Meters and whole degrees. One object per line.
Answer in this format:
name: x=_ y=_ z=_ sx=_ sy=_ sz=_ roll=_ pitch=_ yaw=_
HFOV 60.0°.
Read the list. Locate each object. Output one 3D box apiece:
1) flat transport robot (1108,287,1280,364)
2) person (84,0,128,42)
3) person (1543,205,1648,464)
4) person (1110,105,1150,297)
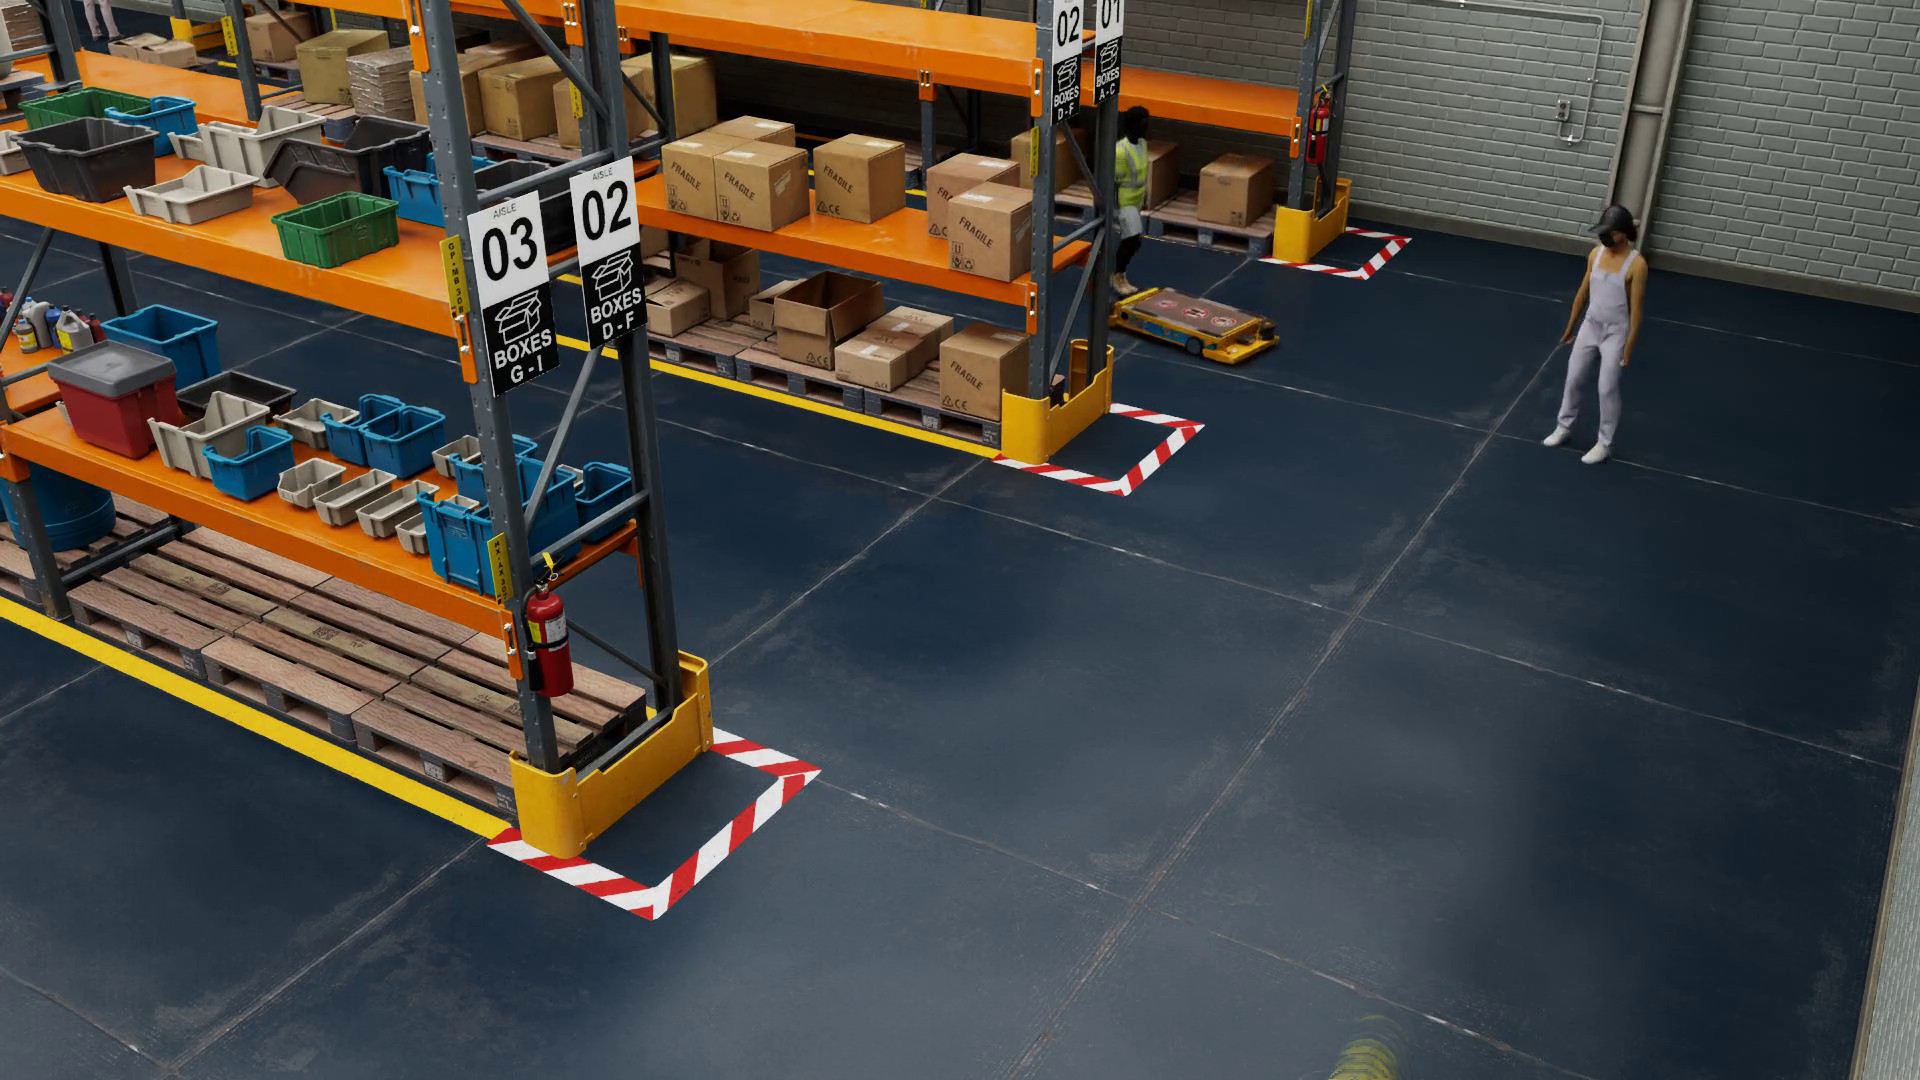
flat transport robot: x=1.893 y=-1.817 z=13.893 sx=1.431 sy=0.231 sz=0.659 roll=25 pitch=38 yaw=37
person: x=-12.126 y=-7.892 z=23.181 sx=0.564 sy=1.839 sz=0.391 roll=3 pitch=29 yaw=6
person: x=4.456 y=-1.438 z=11.611 sx=0.428 sy=1.836 sz=0.565 roll=-17 pitch=33 yaw=-28
person: x=1.486 y=-2.919 z=14.404 sx=0.389 sy=1.683 sz=0.546 roll=16 pitch=33 yaw=26
